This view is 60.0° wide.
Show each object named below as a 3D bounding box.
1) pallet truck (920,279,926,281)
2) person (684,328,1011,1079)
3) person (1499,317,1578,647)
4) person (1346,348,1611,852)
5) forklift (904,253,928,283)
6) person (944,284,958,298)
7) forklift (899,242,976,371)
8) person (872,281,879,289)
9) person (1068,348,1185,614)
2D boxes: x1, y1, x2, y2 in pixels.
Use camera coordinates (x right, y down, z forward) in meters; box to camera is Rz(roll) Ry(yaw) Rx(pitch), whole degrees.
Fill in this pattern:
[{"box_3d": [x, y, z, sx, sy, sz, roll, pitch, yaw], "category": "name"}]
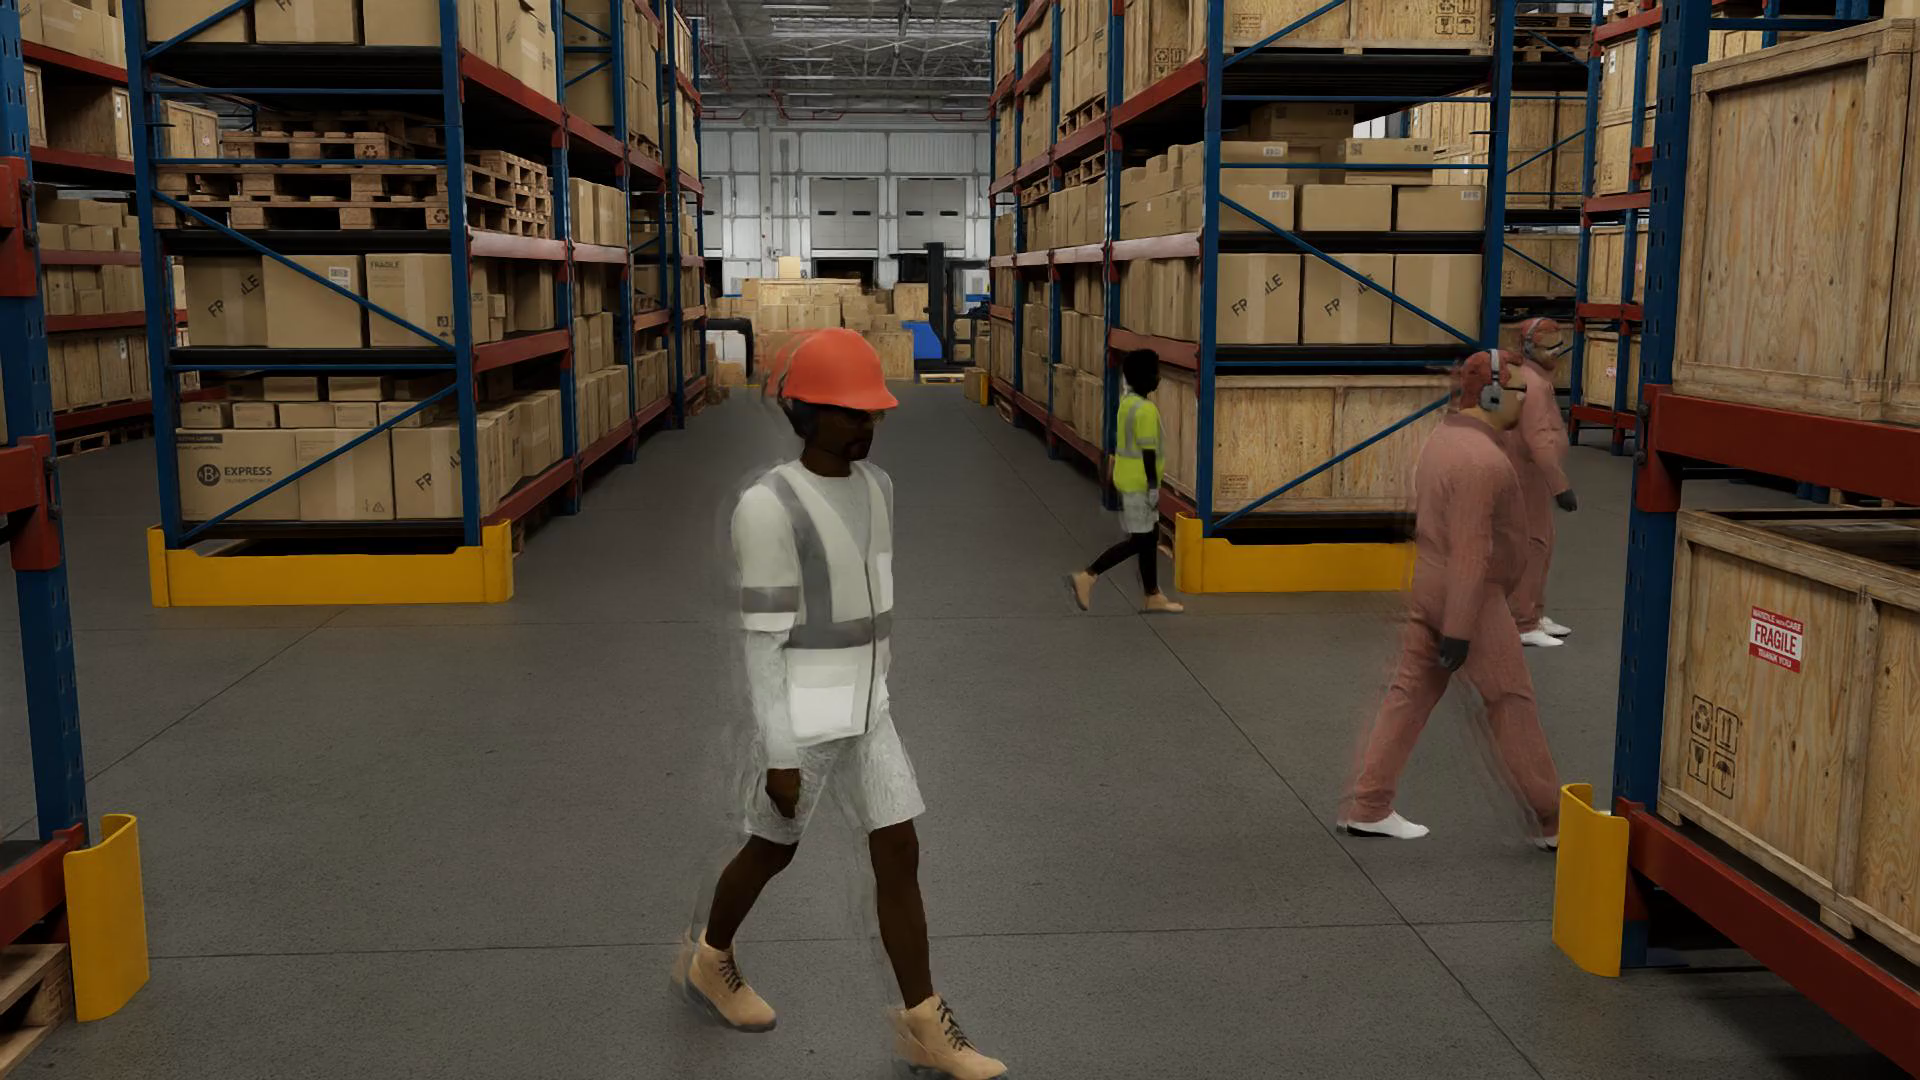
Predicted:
[{"box_3d": [-0.932, -8.922, 63.114, 1.885, 1.965, 0.823, 2, 9, 13], "category": "pallet truck"}, {"box_3d": [-0.380, 0.436, 4.417, 1.059, 1.993, 0.630, 6, 11, 35], "category": "person"}, {"box_3d": [3.305, -0.320, 9.457, 0.531, 1.888, 0.663, 2, 9, 15], "category": "person"}, {"box_3d": [1.924, 0.230, 6.118, 0.988, 1.848, 0.649, 0, 9, -2], "category": "person"}, {"box_3d": [-1.321, -7.852, 53.634, 1.129, 2.768, 1.873, -5, 10, -30], "category": "forklift"}, {"box_3d": [-0.247, -6.706, 49.438, 0.562, 1.915, 0.647, -5, 10, -28], "category": "person"}, {"box_3d": [-0.549, -5.100, 36.353, 1.873, 2.768, 1.129, -1, 9, -4], "category": "forklift"}, {"box_3d": [-2.822, -8.110, 58.300, 0.737, 1.914, 0.652, -5, 10, -29], "category": "person"}, {"box_3d": [1.039, -0.346, 10.247, 0.701, 1.678, 0.539, -1, 9, -4], "category": "person"}]
